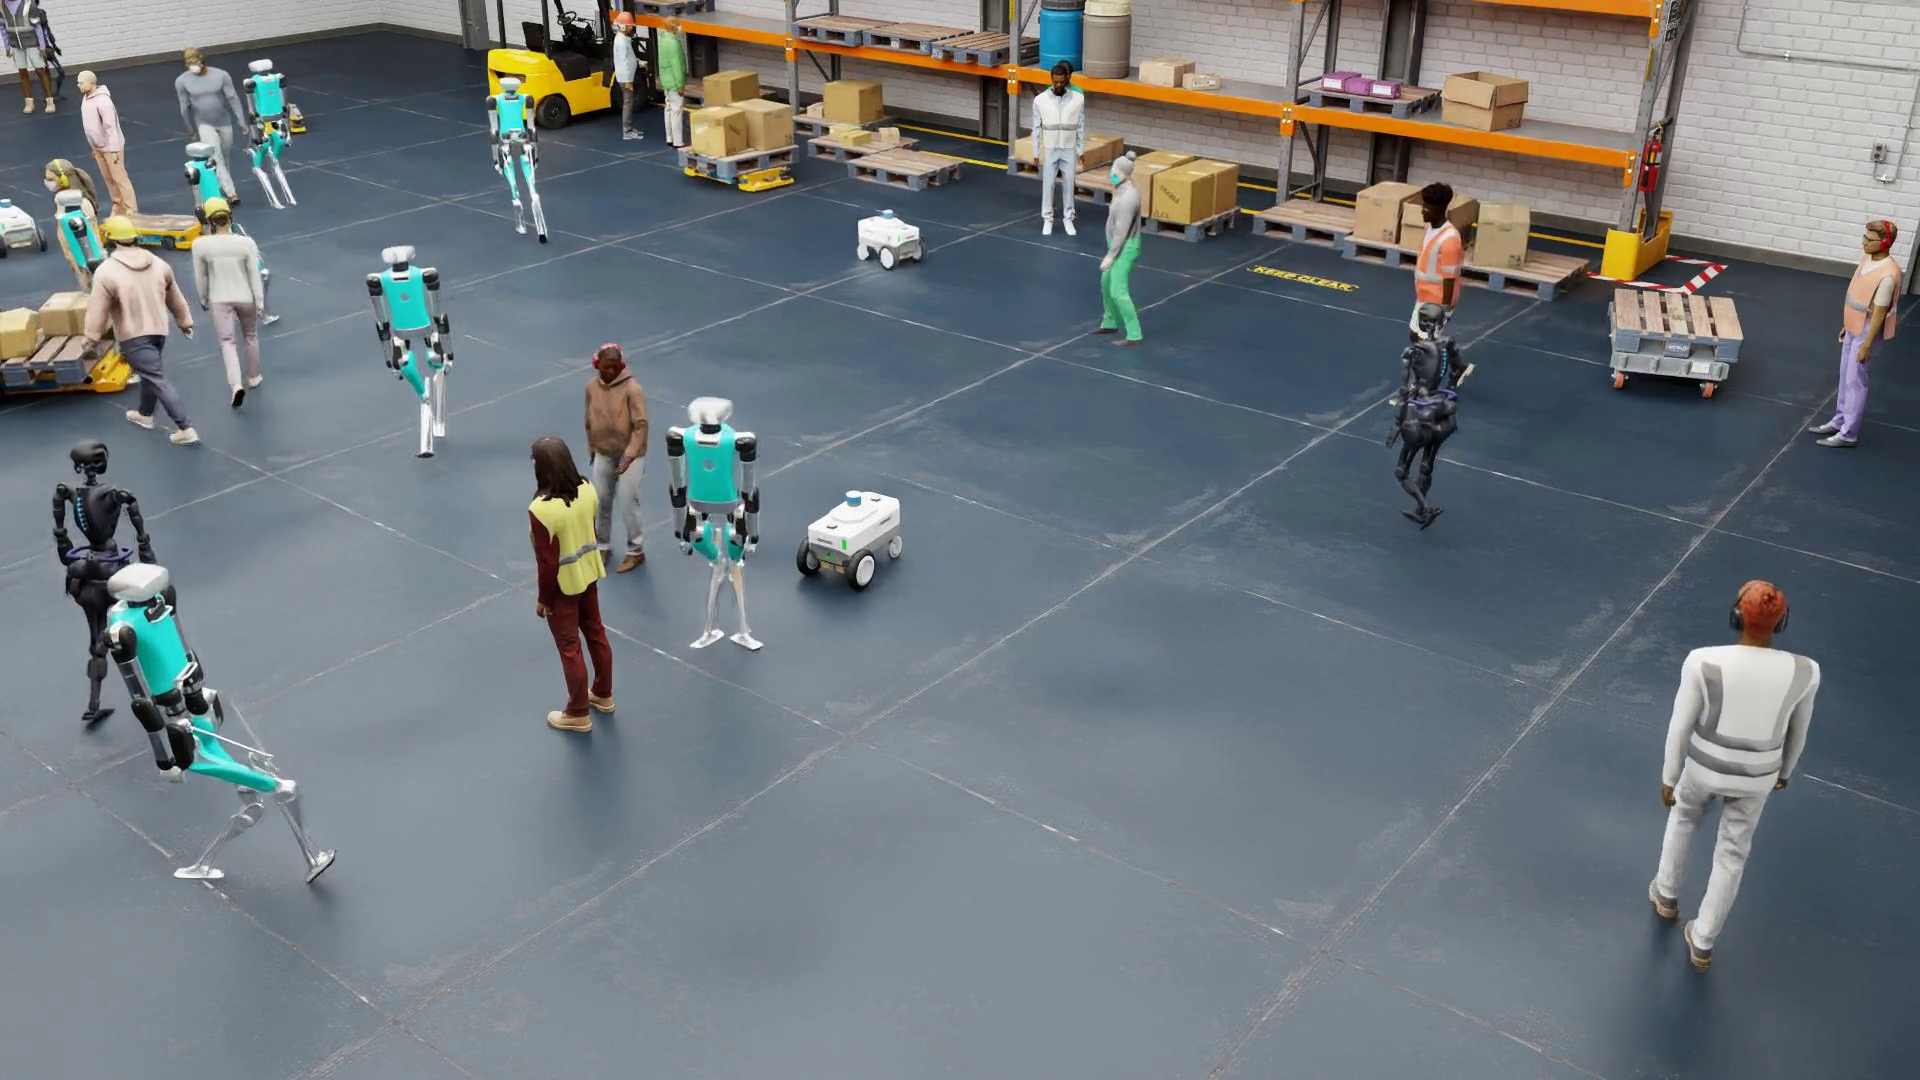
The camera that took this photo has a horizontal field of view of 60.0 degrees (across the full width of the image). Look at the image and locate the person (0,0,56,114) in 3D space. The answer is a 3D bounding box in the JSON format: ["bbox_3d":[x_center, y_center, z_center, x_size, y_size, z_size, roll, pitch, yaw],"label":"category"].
[{"bbox_3d":[-14.030,-7.420,24.920,0.601,2.035,0.413,-2,26,-5],"label":"person"}]

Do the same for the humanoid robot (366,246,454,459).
[{"bbox_3d":[-4.223,-1.493,12.973,0.560,1.733,1.028,-5,26,-11],"label":"humanoid robot"}]

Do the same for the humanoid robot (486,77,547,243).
[{"bbox_3d":[-4.894,-4.195,18.625,0.558,1.815,0.901,-13,28,-24],"label":"humanoid robot"}]

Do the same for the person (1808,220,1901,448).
[{"bbox_3d":[7.131,-1.617,13.119,0.387,1.839,0.559,6,26,11],"label":"person"}]

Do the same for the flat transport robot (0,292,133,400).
[{"bbox_3d":[-8.033,-1.452,14.578,1.431,0.231,0.659,-5,26,-9],"label":"flat transport robot"}]

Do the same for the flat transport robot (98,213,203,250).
[{"bbox_3d":[-9.062,-3.484,18.785,1.431,0.231,0.659,4,26,8],"label":"flat transport robot"}]

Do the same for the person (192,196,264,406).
[{"bbox_3d":[-6.157,-2.017,14.078,0.541,1.720,0.848,-9,27,-18],"label":"person"}]

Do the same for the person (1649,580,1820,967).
[{"bbox_3d":[3.517,1.023,7.624,0.582,1.855,0.742,9,27,17],"label":"person"}]

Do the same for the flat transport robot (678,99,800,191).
[{"bbox_3d":[-2.837,-4.723,21.351,1.431,0.231,0.659,23,34,39],"label":"flat transport robot"}]

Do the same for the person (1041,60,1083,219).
[{"bbox_3d":[1.189,-4.689,19.485,0.490,1.840,0.406,-4,26,-8],"label":"person"}]

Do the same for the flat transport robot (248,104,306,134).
[{"bbox_3d":[-9.994,-6.151,24.309,0.659,0.231,1.431,-12,28,-23],"label":"flat transport robot"}]

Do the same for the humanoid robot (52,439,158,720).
[{"bbox_3d":[-4.937,0.206,9.604,0.616,1.639,0.797,3,26,6],"label":"humanoid robot"}]

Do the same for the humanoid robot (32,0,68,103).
[{"bbox_3d":[-14.171,-7.623,25.727,0.339,1.650,0.585,0,26,1],"label":"humanoid robot"}]

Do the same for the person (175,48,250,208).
[{"bbox_3d":[-8.953,-4.957,19.990,0.655,1.863,1.052,-18,31,-32],"label":"person"}]

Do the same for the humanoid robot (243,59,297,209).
[{"bbox_3d":[-8.339,-4.852,19.951,0.653,1.817,0.532,18,31,33],"label":"humanoid robot"}]

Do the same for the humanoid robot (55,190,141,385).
[{"bbox_3d":[-7.240,-2.152,14.348,0.709,1.796,0.541,-17,31,-32],"label":"humanoid robot"}]

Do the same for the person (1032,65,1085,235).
[{"bbox_3d":[1.110,-4.414,18.836,0.596,1.907,0.410,-2,26,-5],"label":"person"}]

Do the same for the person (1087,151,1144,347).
[{"bbox_3d":[1.483,-2.710,15.395,0.500,1.824,0.544,1,26,1],"label":"person"}]

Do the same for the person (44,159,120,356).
[{"bbox_3d":[-7.790,-2.474,14.861,0.392,1.872,0.561,-17,31,-32],"label":"person"}]

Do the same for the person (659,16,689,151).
[{"bbox_3d":[-3.912,-6.251,22.785,0.385,1.778,0.546,-12,28,-23],"label":"person"}]

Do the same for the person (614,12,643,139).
[{"bbox_3d":[-4.671,-6.537,23.418,0.351,1.737,0.571,-4,26,-9],"label":"person"}]

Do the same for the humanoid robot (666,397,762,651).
[{"bbox_3d":[-1.432,-0.120,10.117,0.548,1.753,0.762,2,26,4],"label":"humanoid robot"}]

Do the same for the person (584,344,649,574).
[{"bbox_3d":[-2.300,-0.540,11.138,0.497,1.623,0.450,7,27,14],"label":"person"}]

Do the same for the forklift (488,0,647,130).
[{"bbox_3d":[-5.874,-7.334,24.552,1.214,2.155,2.313,19,32,34],"label":"forklift"}]

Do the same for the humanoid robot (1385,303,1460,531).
[{"bbox_3d":[3.341,-0.850,11.705,0.613,1.642,0.462,-14,29,-27],"label":"humanoid robot"}]

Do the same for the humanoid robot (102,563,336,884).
[{"bbox_3d":[-3.441,0.932,7.999,0.995,1.771,0.530,0,26,0],"label":"humanoid robot"}]

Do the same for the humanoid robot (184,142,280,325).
[{"bbox_3d":[-6.883,-2.905,15.917,0.911,1.777,0.546,-1,26,-3],"label":"humanoid robot"}]

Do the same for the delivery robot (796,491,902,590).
[{"bbox_3d":[-0.733,-0.021,11.308,0.499,0.614,0.791,15,30,28],"label":"delivery robot"}]

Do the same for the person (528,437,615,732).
[{"bbox_3d":[-2.180,0.254,9.321,0.376,1.768,0.466,13,29,25],"label":"person"}]

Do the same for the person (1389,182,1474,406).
[{"bbox_3d":[4.024,-2.031,13.858,0.654,1.939,0.613,-2,26,-4],"label":"person"}]

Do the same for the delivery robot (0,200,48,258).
[{"bbox_3d":[-10.489,-3.451,18.406,0.499,0.609,0.812,-21,33,-36],"label":"delivery robot"}]

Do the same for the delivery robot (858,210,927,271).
[{"bbox_3d":[-0.758,-3.248,17.986,0.499,0.610,0.814,-23,34,-39],"label":"delivery robot"}]

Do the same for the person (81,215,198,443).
[{"bbox_3d":[-6.537,-1.679,13.269,0.969,1.818,0.780,13,29,25],"label":"person"}]

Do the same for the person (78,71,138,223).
[{"bbox_3d":[-9.830,-4.518,19.199,0.526,1.775,0.408,18,31,33],"label":"person"}]
